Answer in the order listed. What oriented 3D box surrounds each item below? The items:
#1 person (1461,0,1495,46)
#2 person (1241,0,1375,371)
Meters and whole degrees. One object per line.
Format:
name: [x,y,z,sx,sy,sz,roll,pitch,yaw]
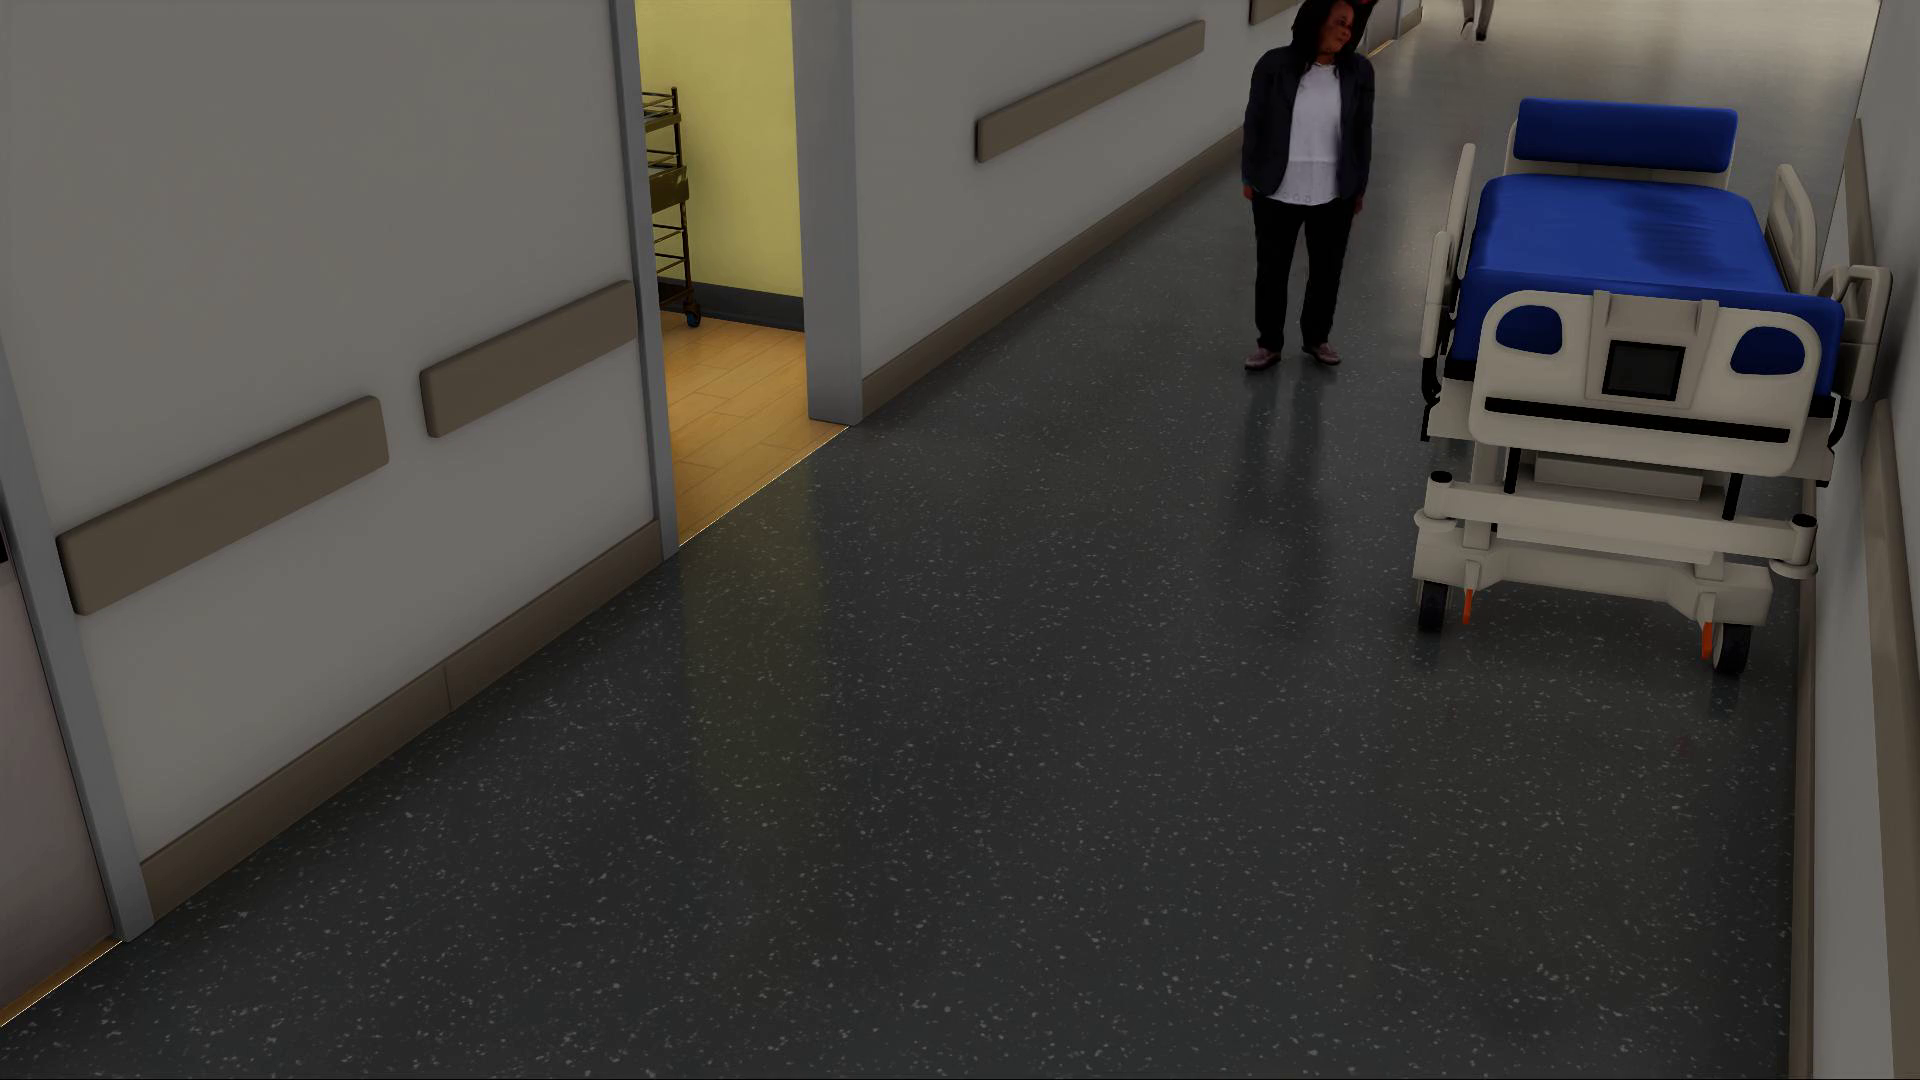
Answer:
person: [4.630,-5.098,14.664,0.643,1.427,0.637,8,27,16]
person: [1.446,-1.497,7.012,0.731,1.588,0.855,8,27,15]
